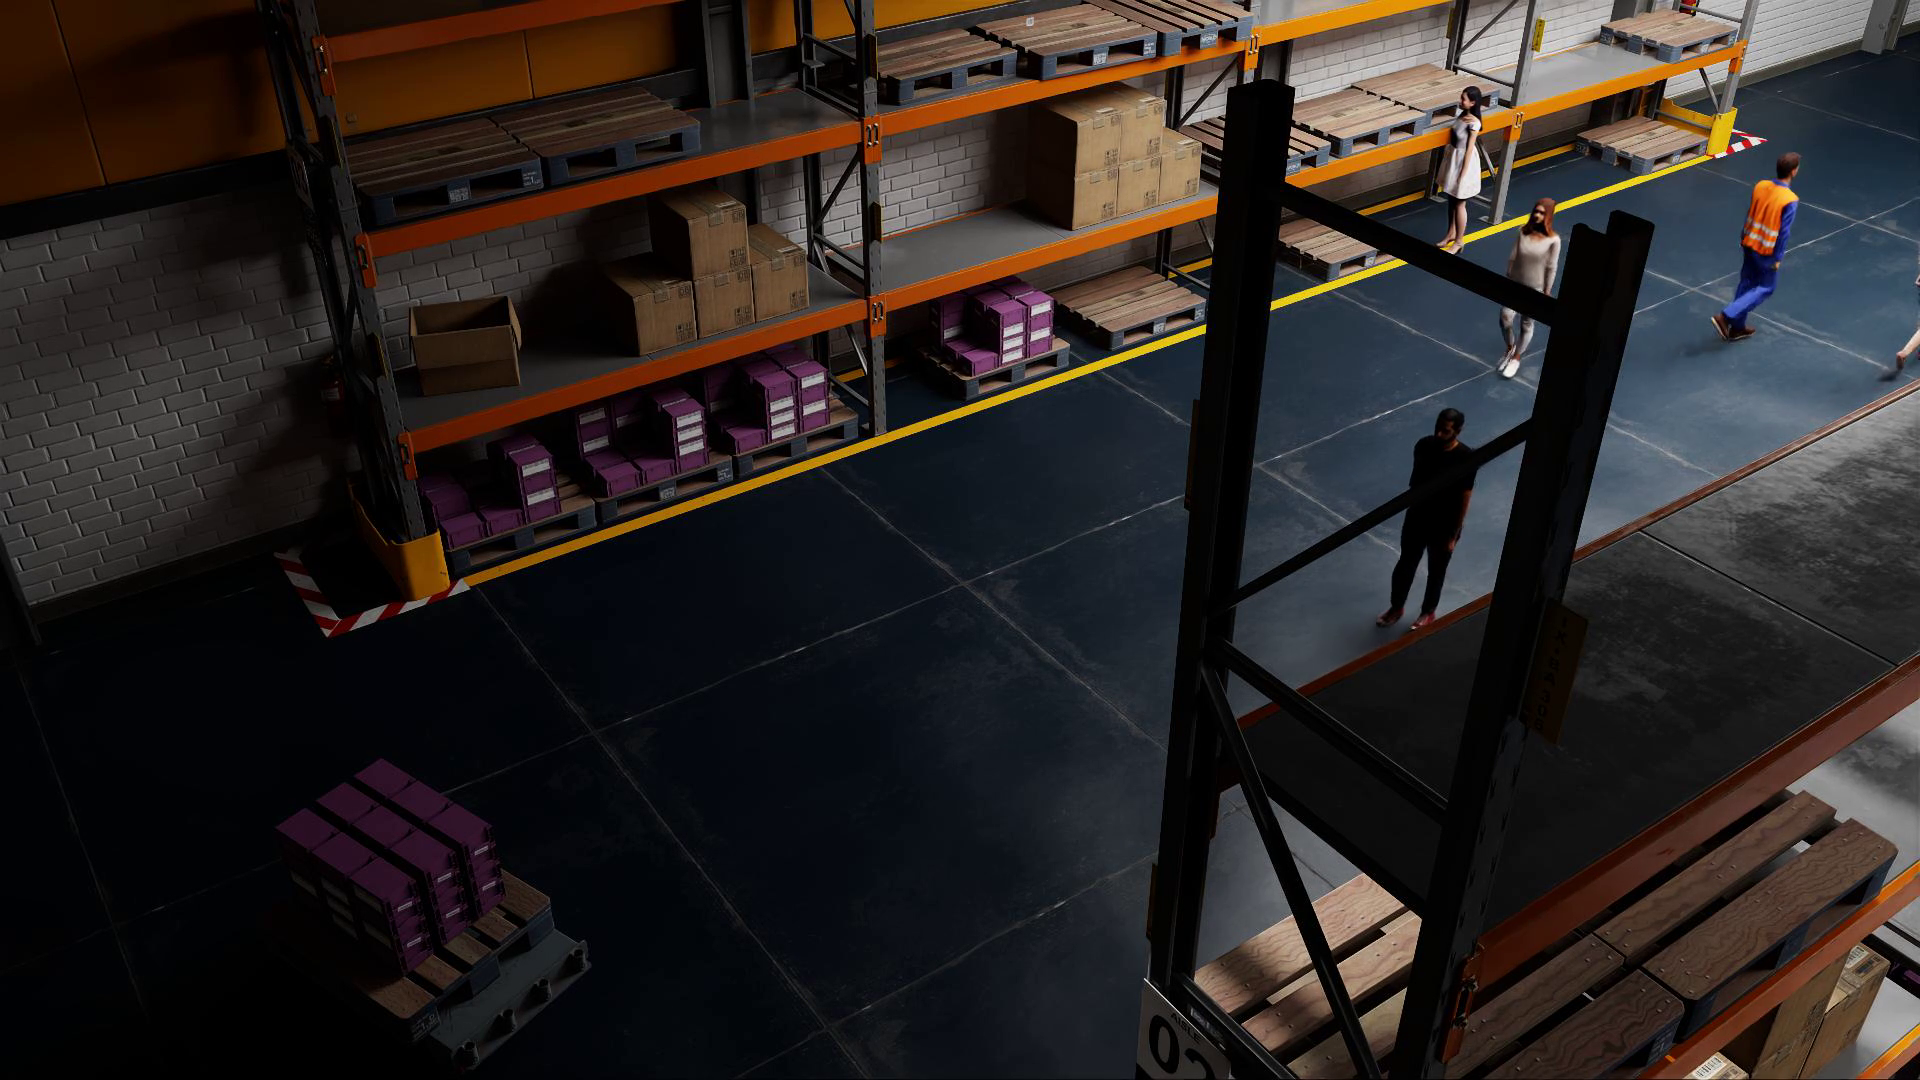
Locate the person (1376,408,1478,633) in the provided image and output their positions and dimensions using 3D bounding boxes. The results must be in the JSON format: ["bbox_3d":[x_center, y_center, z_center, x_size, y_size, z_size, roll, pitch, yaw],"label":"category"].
[{"bbox_3d":[3.346,-0.150,11.607,0.714,1.751,0.728,26,41,33],"label":"person"}]

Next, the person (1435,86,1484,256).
[{"bbox_3d":[5.130,-3.787,17.063,0.807,1.769,0.778,-2,34,-2],"label":"person"}]

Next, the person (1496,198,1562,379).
[{"bbox_3d":[5.100,-2.277,14.856,0.688,1.697,0.666,23,40,31],"label":"person"}]

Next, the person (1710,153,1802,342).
[{"bbox_3d":[7.294,-2.644,15.271,0.979,1.849,0.826,-12,36,-18],"label":"person"}]
